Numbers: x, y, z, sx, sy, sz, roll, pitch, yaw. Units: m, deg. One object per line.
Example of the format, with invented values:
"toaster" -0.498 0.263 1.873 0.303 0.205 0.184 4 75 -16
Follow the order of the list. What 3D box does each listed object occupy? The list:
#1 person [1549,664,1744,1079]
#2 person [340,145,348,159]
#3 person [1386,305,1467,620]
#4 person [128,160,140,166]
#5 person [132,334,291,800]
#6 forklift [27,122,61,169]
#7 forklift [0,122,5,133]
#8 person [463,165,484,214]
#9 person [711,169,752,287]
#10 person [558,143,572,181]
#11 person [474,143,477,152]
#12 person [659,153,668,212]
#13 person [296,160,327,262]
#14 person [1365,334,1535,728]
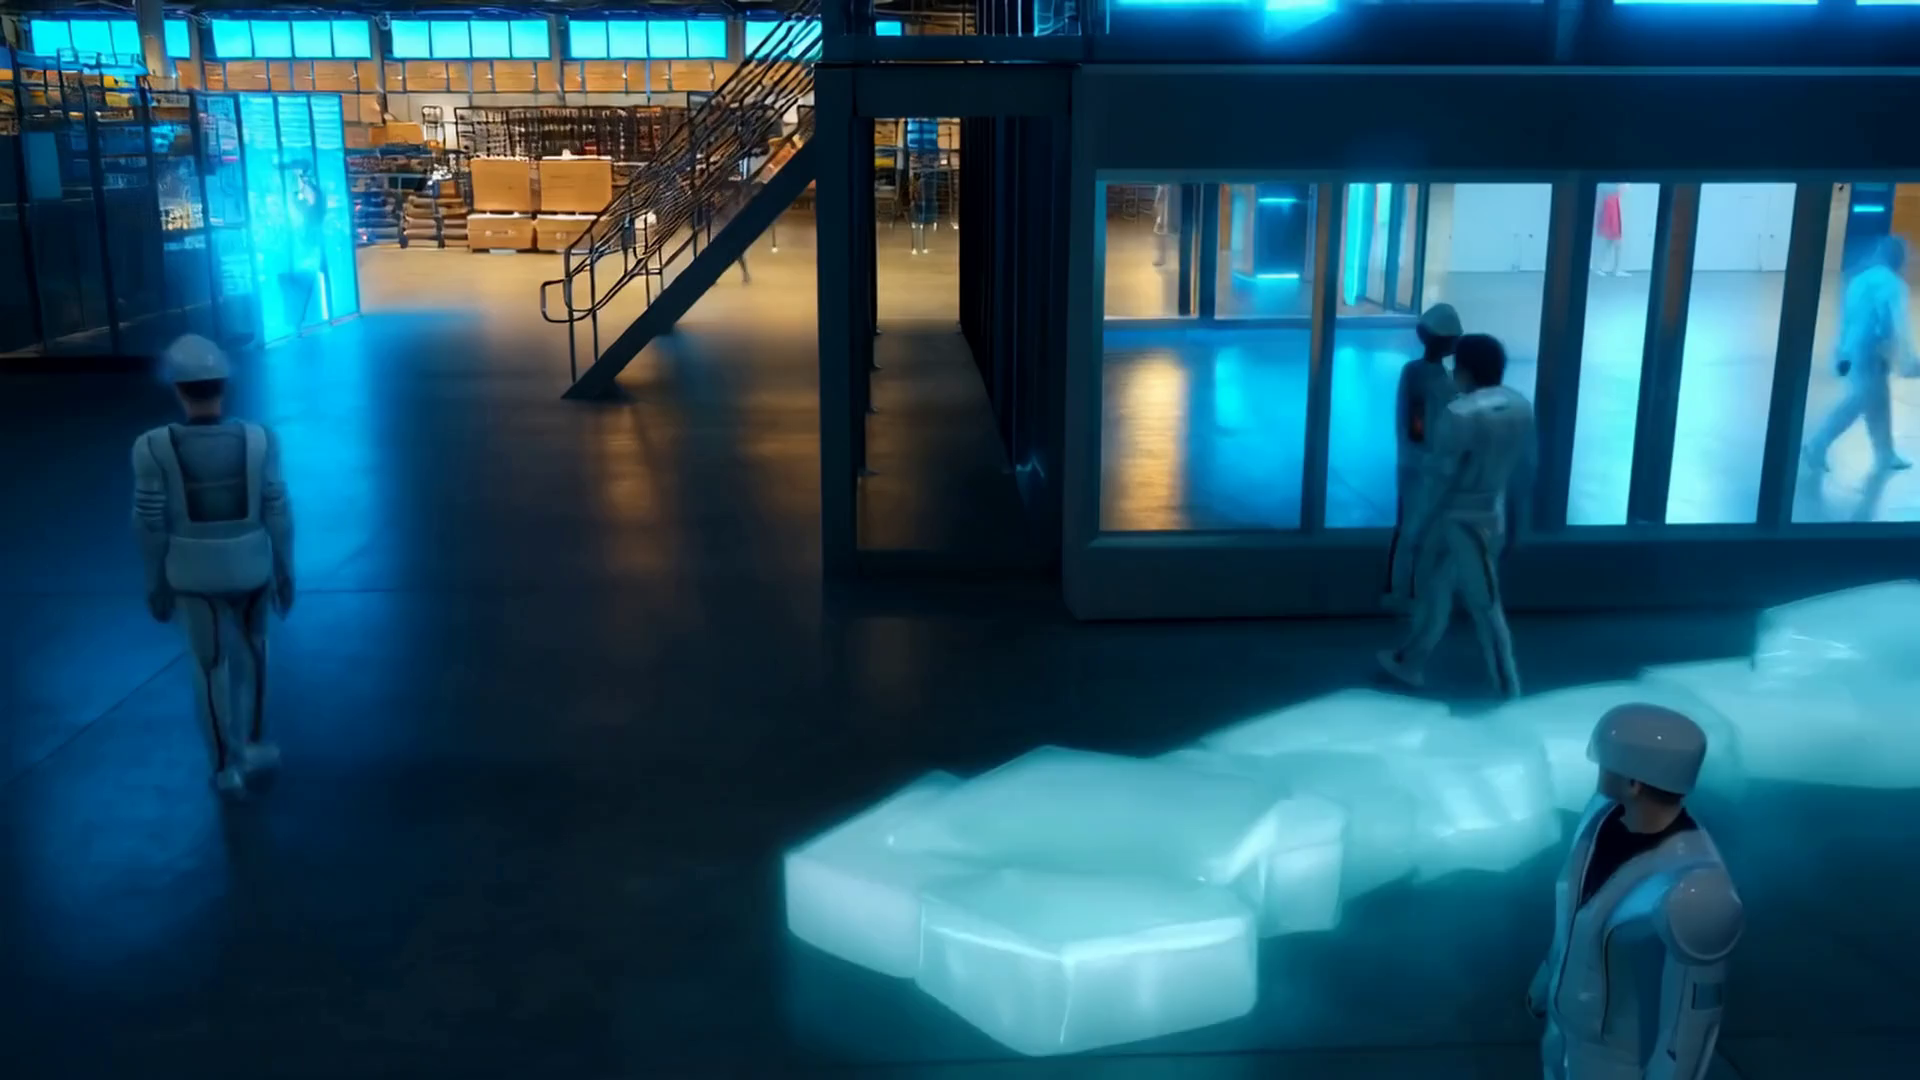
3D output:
"person" 1.369 1.077 3.429 0.317 1.695 0.540 -1 14 -2
"person" -30.579 -18.743 82.547 0.338 1.744 0.560 4 15 15
"person" 2.629 -0.430 9.312 0.310 1.768 0.533 -5 15 -18
"person" -31.696 -14.215 64.111 0.648 1.903 0.974 11 18 38
"person" -3.030 0.127 6.774 0.547 1.922 0.397 -10 17 -34
"forklift" -35.376 -14.773 64.377 1.129 2.768 1.873 -1 14 -2
"forklift" -37.548 -14.860 64.728 1.129 2.768 1.873 -1 14 -2
"person" -12.537 -8.784 42.824 0.536 1.707 0.925 -12 19 -40
"person" -4.010 -5.356 28.540 0.633 2.004 1.030 13 19 41
"person" -18.281 -17.320 76.598 0.952 1.860 0.678 0 14 -1
"person" -23.836 -18.757 82.422 0.457 1.828 0.595 -4 15 -16
"person" -9.303 -11.291 52.546 0.406 1.849 0.577 -2 14 -6
"person" -13.114 -6.676 33.720 0.535 2.000 0.685 -1 14 -2
"person" 2.336 -0.066 7.800 0.637 1.791 0.958 -13 19 -41
